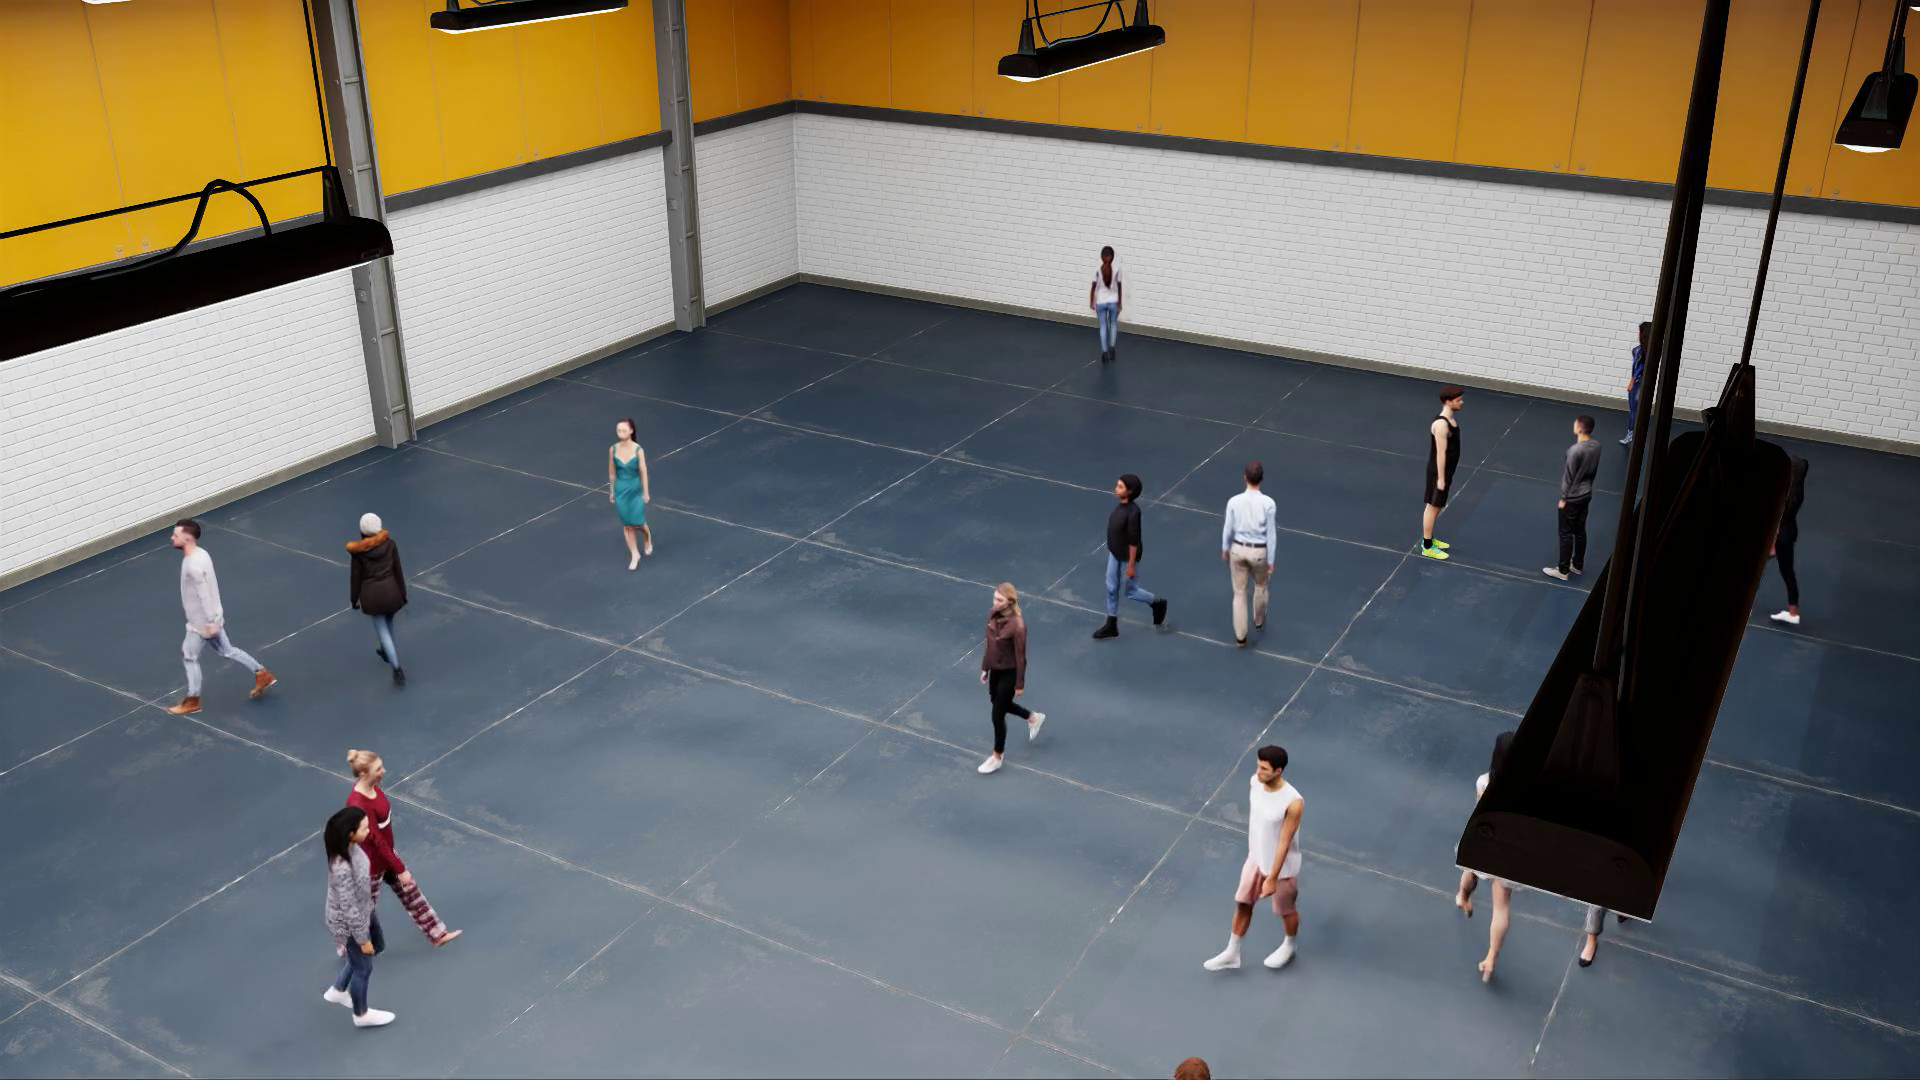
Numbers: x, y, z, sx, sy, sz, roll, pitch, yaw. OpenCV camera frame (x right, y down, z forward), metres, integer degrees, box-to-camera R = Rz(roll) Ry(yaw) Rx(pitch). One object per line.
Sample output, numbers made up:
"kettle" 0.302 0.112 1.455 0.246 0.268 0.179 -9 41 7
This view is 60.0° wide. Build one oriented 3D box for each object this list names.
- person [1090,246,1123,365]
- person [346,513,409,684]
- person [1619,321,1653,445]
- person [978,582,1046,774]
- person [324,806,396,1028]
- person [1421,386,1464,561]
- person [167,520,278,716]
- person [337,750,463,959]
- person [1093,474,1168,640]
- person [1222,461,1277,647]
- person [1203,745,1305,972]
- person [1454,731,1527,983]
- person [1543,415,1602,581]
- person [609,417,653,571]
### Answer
"person" 2.138 -3.391 24.099 0.811 1.715 0.898 0 24 1
"person" -5.284 0.554 15.222 1.062 1.596 0.939 -17 29 -33
"person" 8.604 -1.992 21.019 0.629 1.619 0.756 -16 28 -32
"person" 0.429 1.105 13.851 1.073 1.684 0.887 -15 28 -31
"person" -3.999 2.464 10.711 0.892 1.710 0.832 -8 25 -17
"person" 5.153 -0.746 17.827 0.785 1.892 0.584 8 25 17
"person" -6.581 0.664 14.705 1.262 1.810 1.153 -8 25 -18
"person" -4.084 2.204 11.372 1.077 1.655 1.116 -1 24 -3
"person" 1.663 0.174 15.989 1.059 1.677 0.929 -9 25 -20
"person" 2.745 0.172 15.812 0.822 1.822 1.018 7 24 15
"person" 2.213 2.165 11.339 1.068 1.755 0.917 -15 28 -30
"person" 3.693 2.184 11.342 0.922 1.717 1.243 2 24 5
"person" 6.422 -0.453 17.322 0.604 1.759 0.742 -15 28 -31
"person" -3.455 -0.506 17.547 0.671 1.676 0.758 4 24 9
